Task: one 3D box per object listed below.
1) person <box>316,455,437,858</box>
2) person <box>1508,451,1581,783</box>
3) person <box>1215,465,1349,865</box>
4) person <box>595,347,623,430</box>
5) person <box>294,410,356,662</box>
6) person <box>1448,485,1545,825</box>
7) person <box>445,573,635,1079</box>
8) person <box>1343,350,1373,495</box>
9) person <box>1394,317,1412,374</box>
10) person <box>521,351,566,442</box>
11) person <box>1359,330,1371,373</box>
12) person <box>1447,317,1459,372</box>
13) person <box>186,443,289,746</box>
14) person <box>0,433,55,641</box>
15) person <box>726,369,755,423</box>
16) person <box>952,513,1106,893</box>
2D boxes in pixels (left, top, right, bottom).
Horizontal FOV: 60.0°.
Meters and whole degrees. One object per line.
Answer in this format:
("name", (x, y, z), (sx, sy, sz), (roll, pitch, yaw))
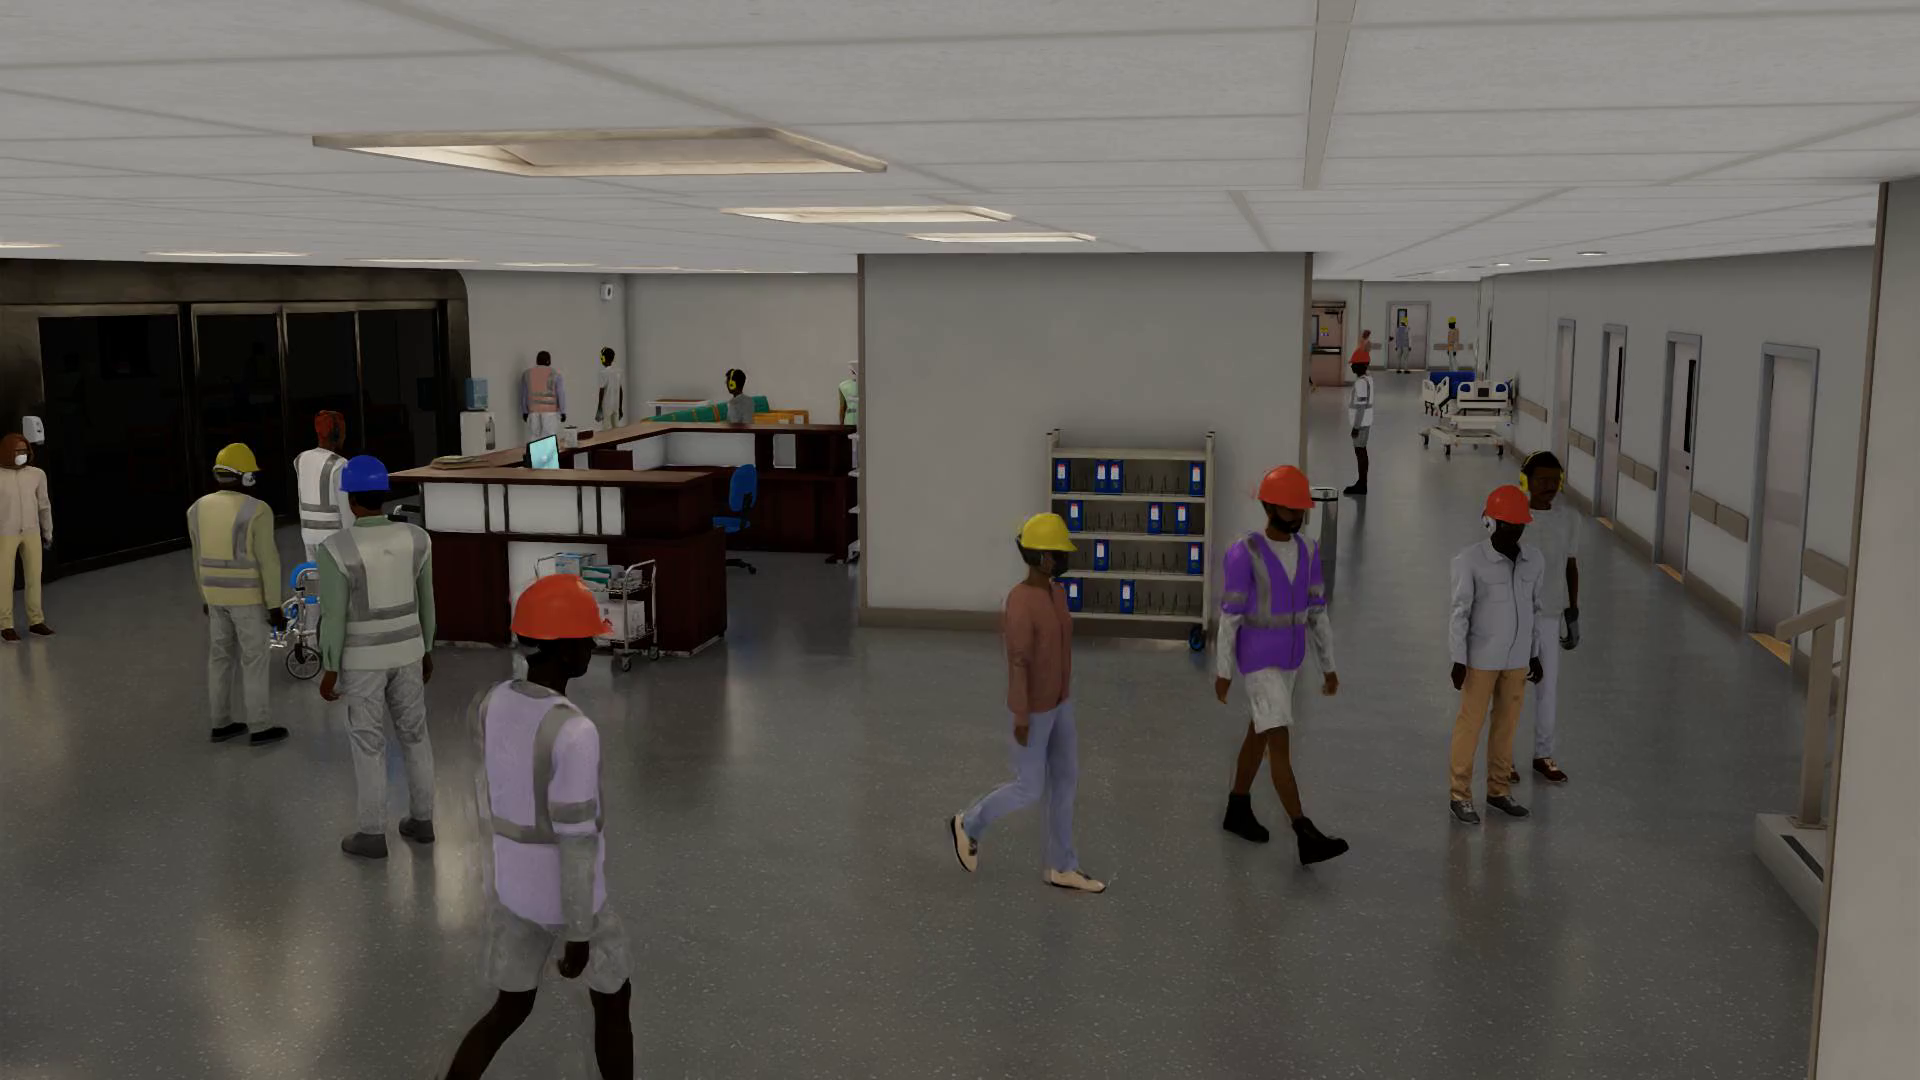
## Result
("person", (-2.831, 0.559, 8.078), (0.404, 1.945, 0.616), (7, 11, 38))
("person", (3.192, 0.429, 9.243), (0.512, 1.865, 0.324), (0, 9, -3))
("person", (1.595, 0.596, 7.999), (0.574, 1.892, 0.947), (-6, 10, -34))
("person", (-5.318, -1.981, 25.191), (0.317, 1.870, 0.531), (6, 10, 33))
("person", (-4.572, -0.001, 12.046), (0.580, 1.879, 0.351), (6, 10, 33))
("person", (2.775, 0.584, 8.554), (0.573, 1.749, 0.343), (-3, 9, -21))
("person", (-1.269, 1.046, 4.997), (0.542, 1.909, 0.918), (7, 11, 39))
("person", (5.338, -1.573, 22.262), (0.356, 1.938, 0.543), (3, 9, 21))
("person", (14.470, -6.344, 54.260), (0.588, 1.834, 0.403), (7, 11, 41))
("person", (-6.292, -1.949, 25.172), (0.658, 1.823, 0.433), (1, 9, 6))
("person", (11.210, -5.002, 46.067), (0.433, 1.619, 0.537), (-2, 9, -16))
("person", (14.840, -5.764, 50.155), (0.394, 1.919, 0.582), (0, 9, -1))
("person", (-4.340, 0.331, 10.026), (0.602, 1.825, 0.404), (3, 9, 19))
("person", (-7.378, -0.027, 13.048), (0.286, 1.627, 0.504), (6, 10, 35))
("person", (-2.450, -0.967, 18.486), (0.309, 1.864, 0.535), (3, 9, 21))
("person", (0.317, 0.735, 7.555), (0.650, 1.747, 0.539), (5, 10, 31))
